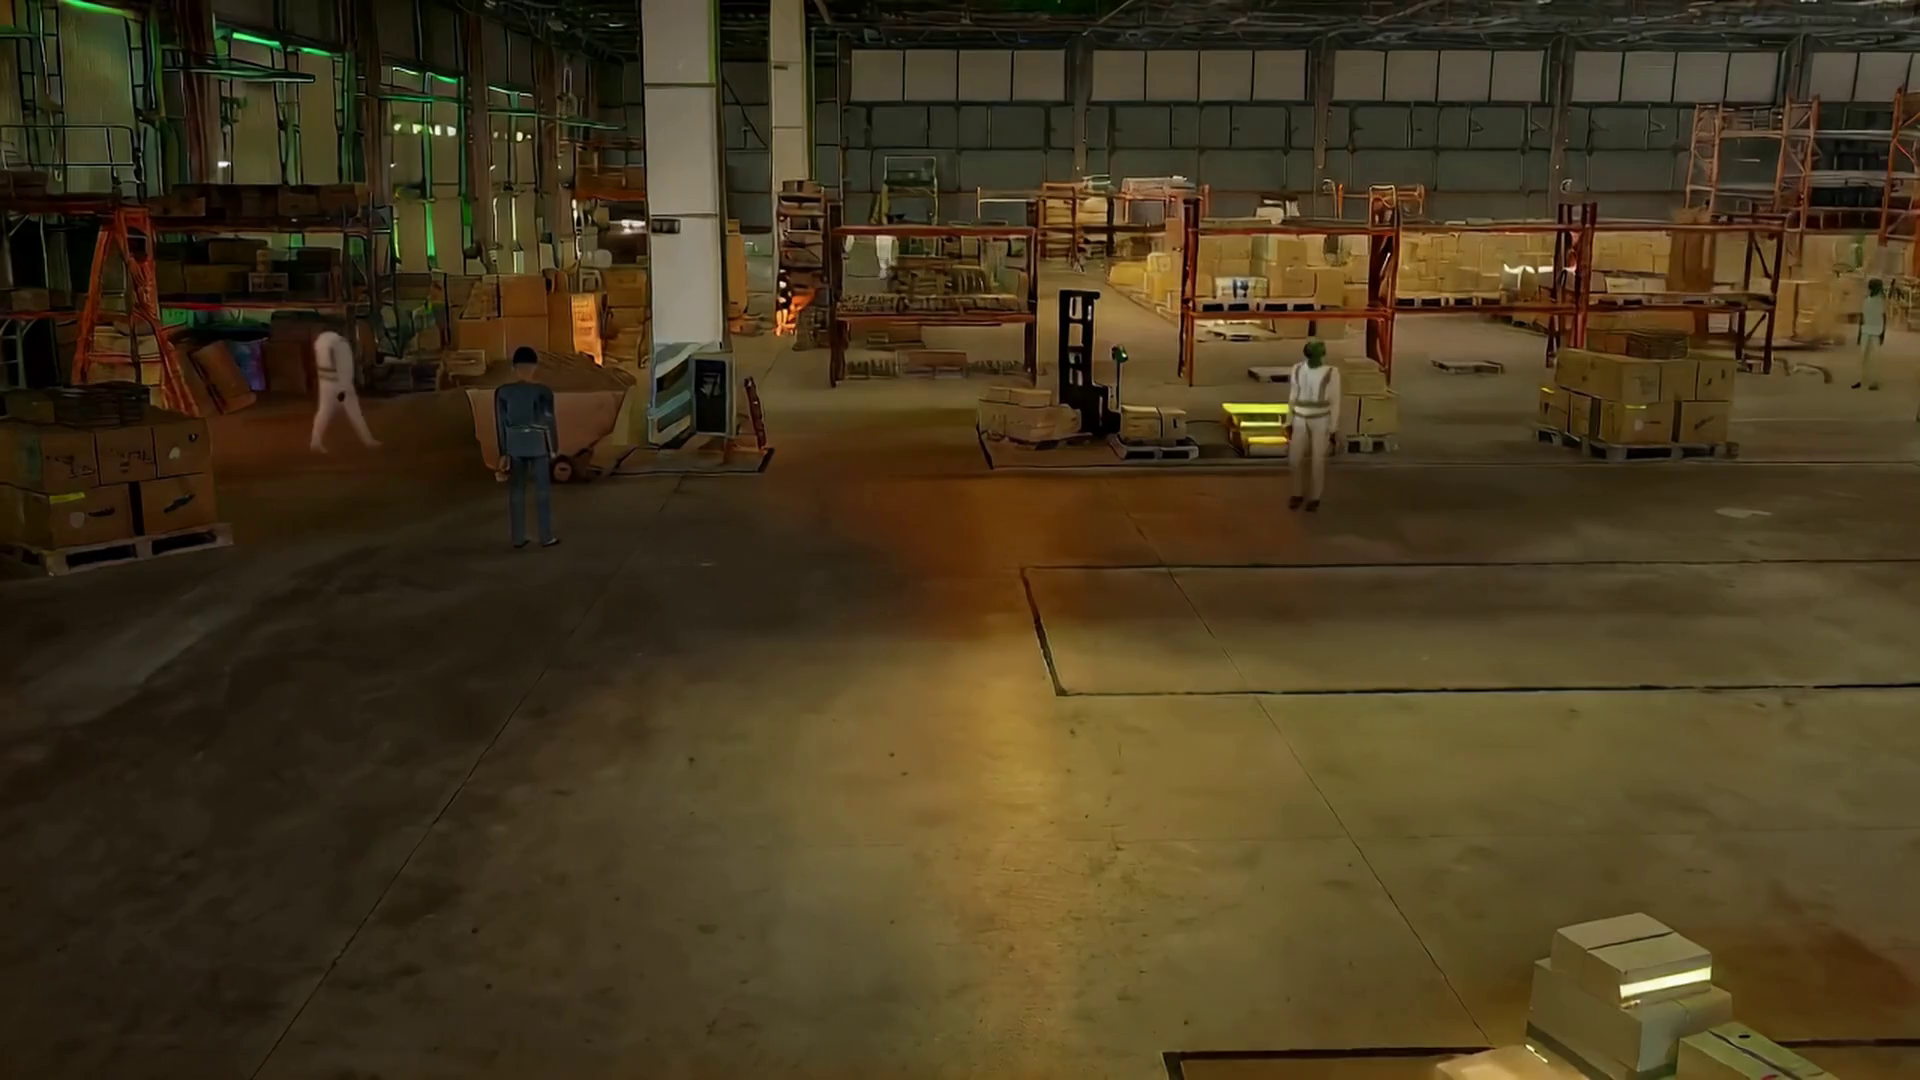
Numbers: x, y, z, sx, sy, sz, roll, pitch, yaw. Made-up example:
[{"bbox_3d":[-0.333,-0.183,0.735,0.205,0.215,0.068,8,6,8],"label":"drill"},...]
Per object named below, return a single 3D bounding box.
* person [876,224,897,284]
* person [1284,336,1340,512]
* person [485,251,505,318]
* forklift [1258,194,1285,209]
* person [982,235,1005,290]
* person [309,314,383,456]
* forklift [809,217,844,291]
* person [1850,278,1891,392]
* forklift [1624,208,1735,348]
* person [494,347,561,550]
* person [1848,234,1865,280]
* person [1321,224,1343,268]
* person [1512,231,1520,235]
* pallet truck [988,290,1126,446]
[{"bbox_3d":[-2.355,-9.133,53.173,0.672,1.900,0.454,-4,13,-15],"label":"person"},{"bbox_3d":[3.651,-1.198,17.437,0.596,1.861,0.653,9,15,36],"label":"person"},{"bbox_3d":[-11.469,-6.269,40.875,0.523,1.631,0.323,10,16,39],"label":"person"},{"bbox_3d":[10.275,-10.069,55.182,1.873,2.768,1.129,-9,15,-35],"label":"forklift"},{"bbox_3d":[0.930,-7.624,46.436,0.636,1.883,1.062,-2,13,-9],"label":"person"},{"bbox_3d":[-7.906,-1.972,21.125,0.626,1.795,0.979,7,14,30],"label":"person"},{"bbox_3d":[-4.375,-8.619,48.637,1.873,2.768,1.129,0,12,-2],"label":"forklift"},{"bbox_3d":[14.922,-3.358,27.215,0.325,1.860,0.511,-6,14,-27],"label":"person"},{"bbox_3d":[14.690,-5.335,33.808,1.873,2.768,1.129,0,12,-2],"label":"forklift"},{"bbox_3d":[-4.095,-0.866,15.808,0.594,1.922,0.385,1,13,4],"label":"person"},{"bbox_3d":[25.545,-7.841,47.561,0.861,1.812,0.632,0,12,2],"label":"person"},{"bbox_3d":[11.841,-9.100,53.032,0.644,1.909,0.809,0,12,2],"label":"person"},{"bbox_3d":[17.799,-9.225,53.615,0.568,1.901,0.886,-4,13,-19],"label":"person"},{"bbox_3d":[1.257,-2.299,22.111,1.885,1.965,0.823,-9,15,-35],"label":"pallet truck"}]
